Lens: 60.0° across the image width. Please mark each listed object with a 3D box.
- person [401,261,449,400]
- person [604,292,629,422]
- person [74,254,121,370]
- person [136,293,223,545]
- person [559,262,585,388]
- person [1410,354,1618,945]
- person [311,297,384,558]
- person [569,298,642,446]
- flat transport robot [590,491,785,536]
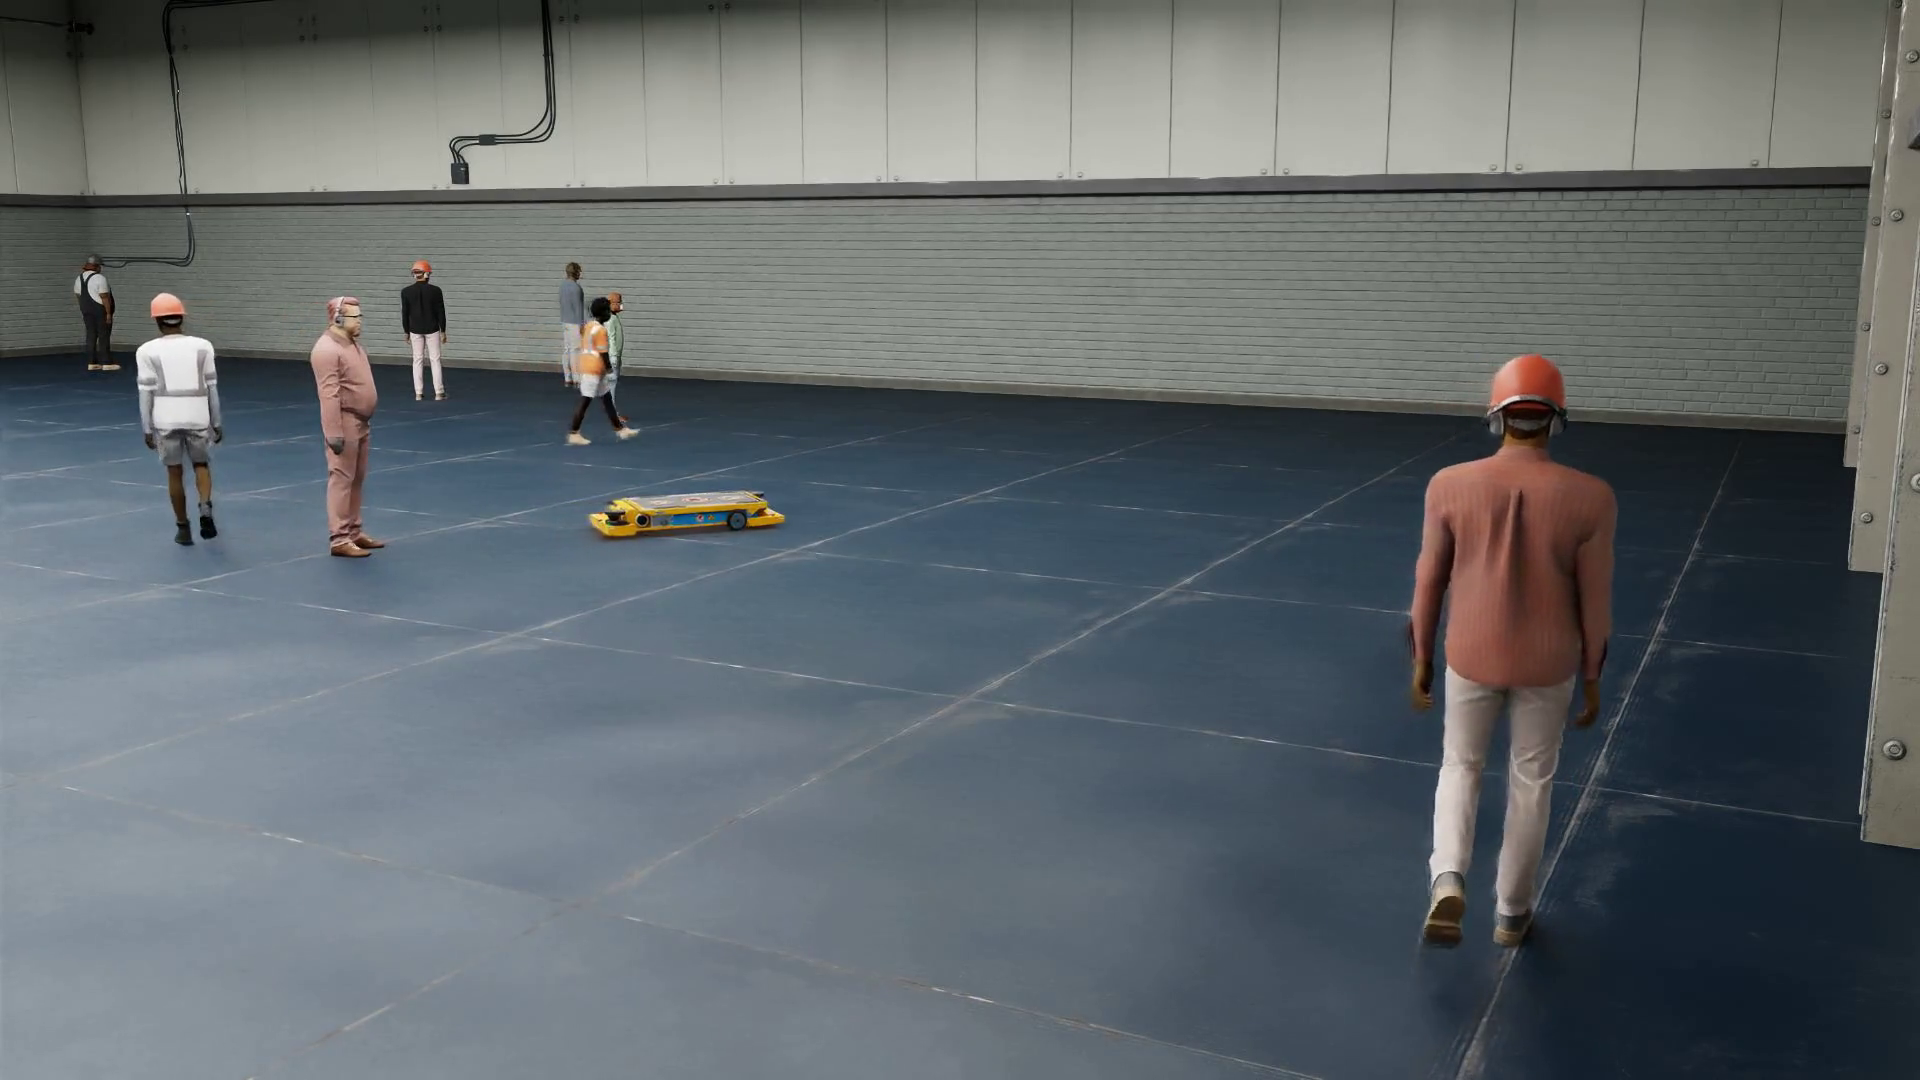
[{"bbox_3d":[-7.644,-2.988,23.786,0.608,1.986,0.391,0,10,-3],"label":"person"},{"bbox_3d":[-4.362,-2.309,21.046,0.279,1.633,0.500,-1,10,-7],"label":"person"},{"bbox_3d":[-15.072,-3.994,29.124,0.688,2.000,0.535,4,11,22],"label":"person"},{"bbox_3d":[-5.899,-0.904,12.604,0.568,1.918,0.497,-7,12,-33],"label":"person"},{"bbox_3d":[-5.981,-3.325,25.751,0.377,1.940,0.627,-7,13,-35],"label":"person"},{"bbox_3d":[1.765,0.394,5.371,0.623,1.975,0.664,5,11,24],"label":"person"},{"bbox_3d":[-4.493,-0.833,12.259,0.403,1.904,0.651,0,10,-2],"label":"person"},{"bbox_3d":[-4.018,-1.887,18.684,0.880,1.641,0.536,-4,11,-20],"label":"person"},{"bbox_3d":[-2.197,-0.226,13.407,1.431,0.197,0.652,-5,11,-24],"label":"flat transport robot"}]
